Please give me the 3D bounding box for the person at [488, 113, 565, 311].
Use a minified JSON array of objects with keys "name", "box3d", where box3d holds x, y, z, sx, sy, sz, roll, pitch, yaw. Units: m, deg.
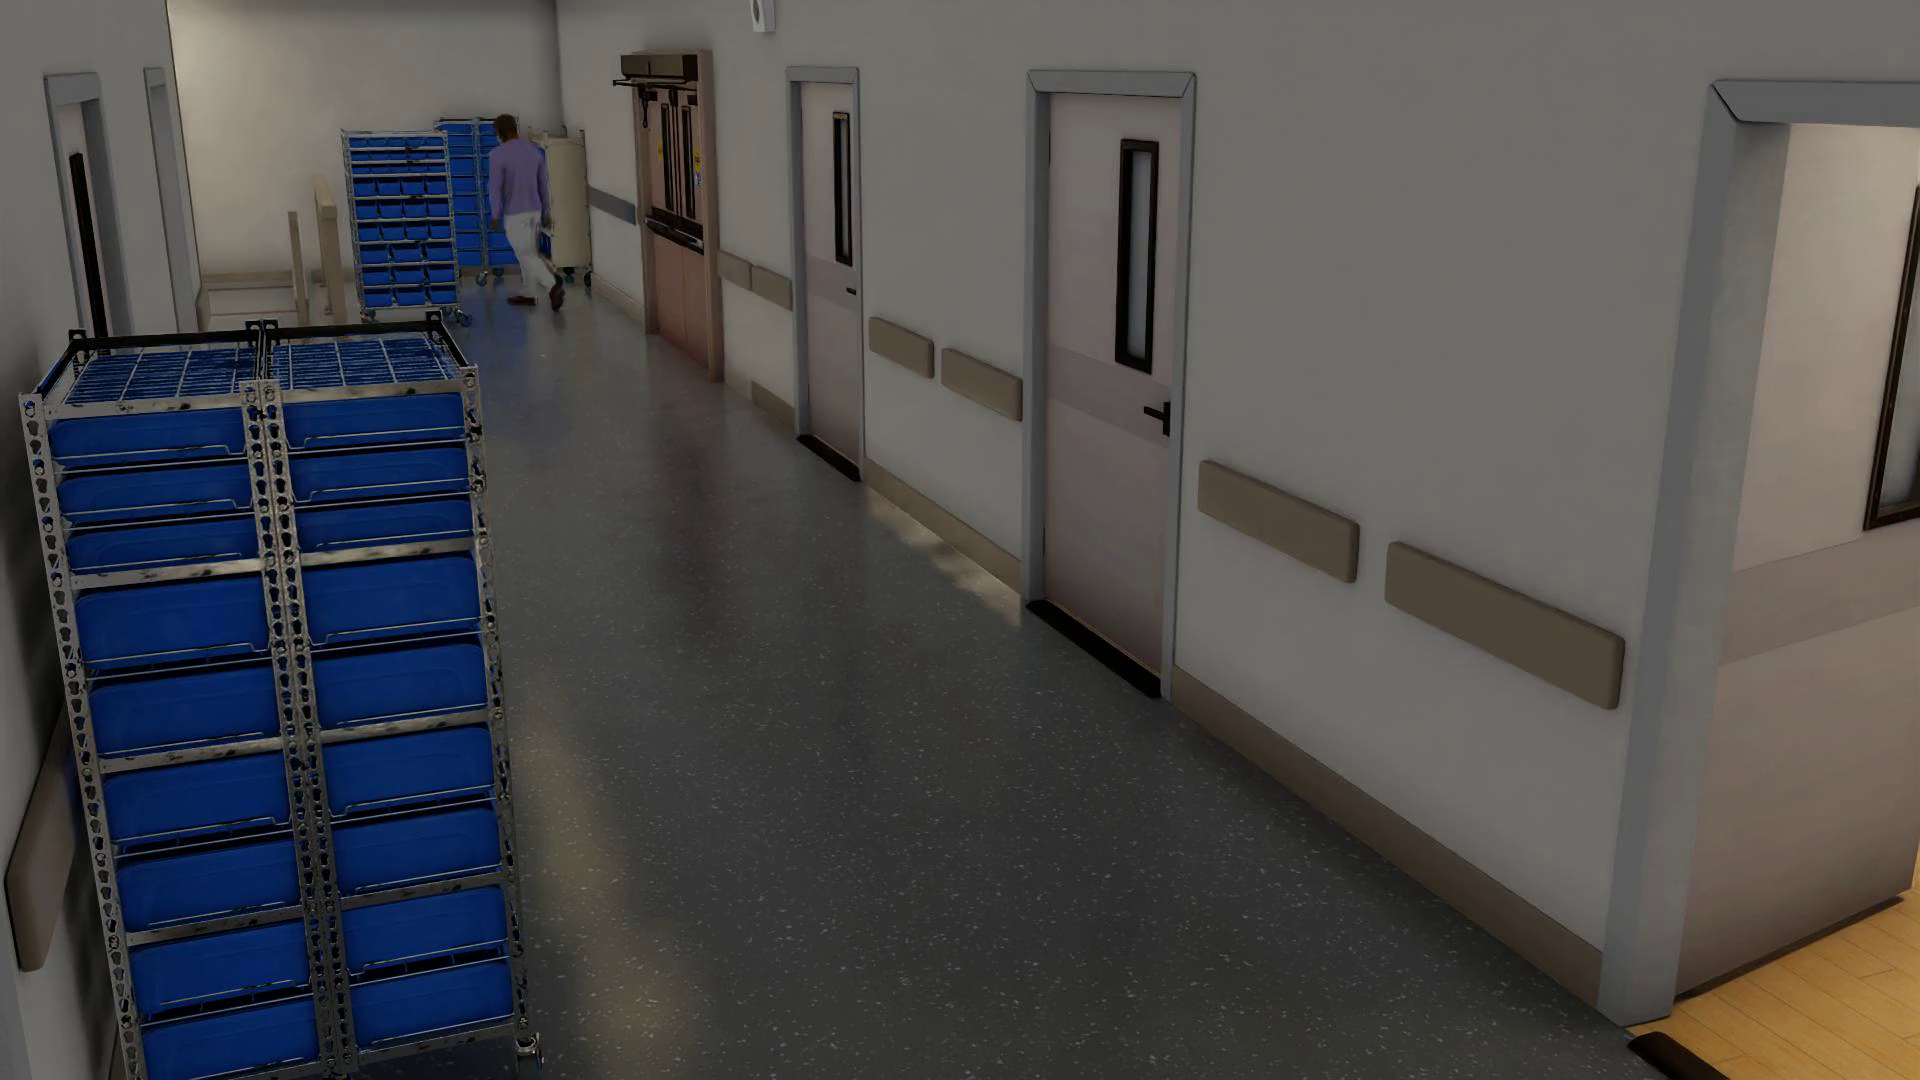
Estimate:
[{"name":"person","box3d":[-4.165,-3.150,16.060,0.872,1.887,0.638,8,18,27]}]
